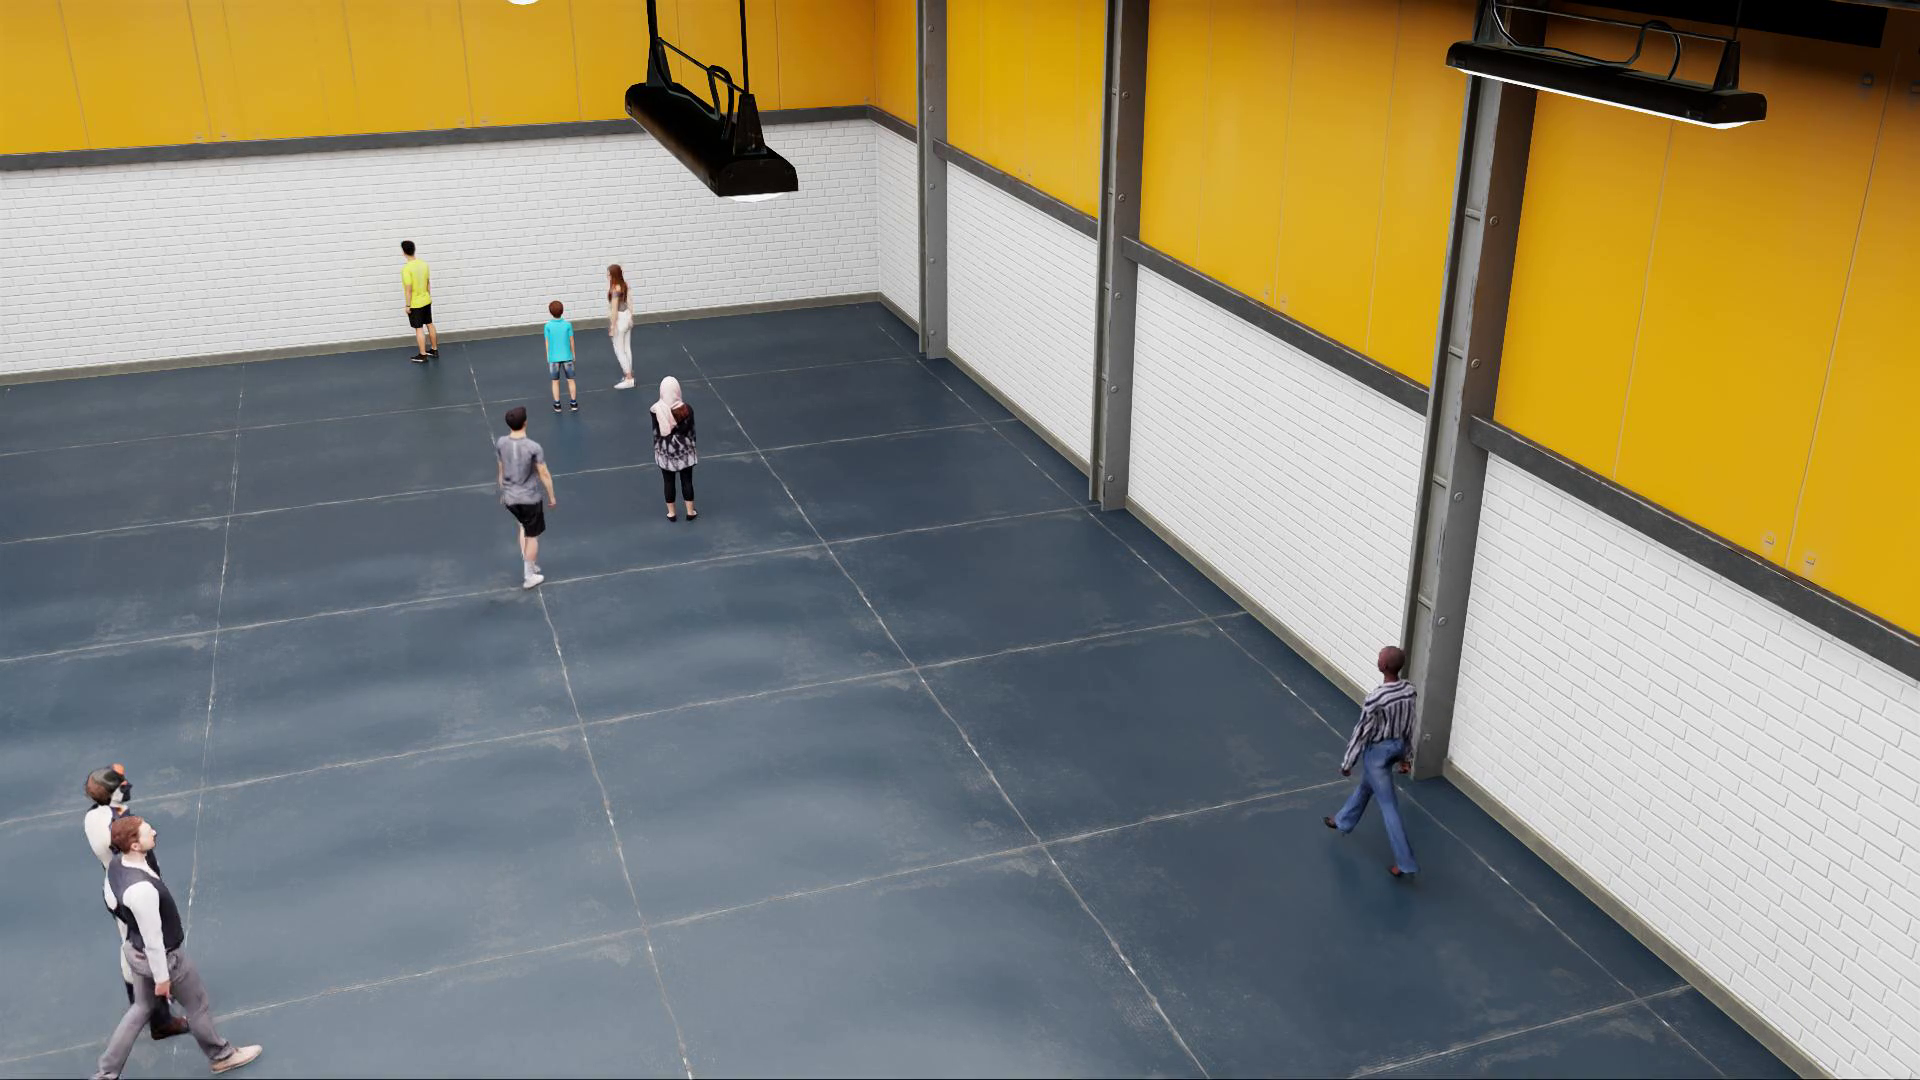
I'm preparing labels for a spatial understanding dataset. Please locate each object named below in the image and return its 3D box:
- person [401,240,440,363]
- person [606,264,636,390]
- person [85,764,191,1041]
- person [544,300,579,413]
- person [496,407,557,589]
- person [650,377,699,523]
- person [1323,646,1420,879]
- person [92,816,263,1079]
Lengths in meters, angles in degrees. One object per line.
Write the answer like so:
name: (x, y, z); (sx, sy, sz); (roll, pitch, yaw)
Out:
person: (-7.608, -3.369, 23.376); (0.738, 1.706, 0.686); (11, 26, 24)
person: (-4.540, -2.898, 22.307); (0.789, 1.699, 0.675); (12, 26, 25)
person: (-5.140, 2.229, 10.338); (0.693, 1.890, 0.831); (21, 31, 39)
person: (-5.151, -2.382, 21.438); (0.503, 1.448, 0.473); (-8, 25, -18)
person: (-4.346, -0.384, 16.363); (0.824, 1.854, 0.870); (7, 25, 16)
person: (-3.083, -0.987, 18.010); (0.677, 1.638, 0.681); (-3, 24, -8)
person: (3.081, 1.634, 11.891); (0.873, 1.738, 1.252); (-15, 28, -31)
person: (-4.822, 2.467, 9.770); (1.020, 1.910, 1.222); (-20, 30, -38)
